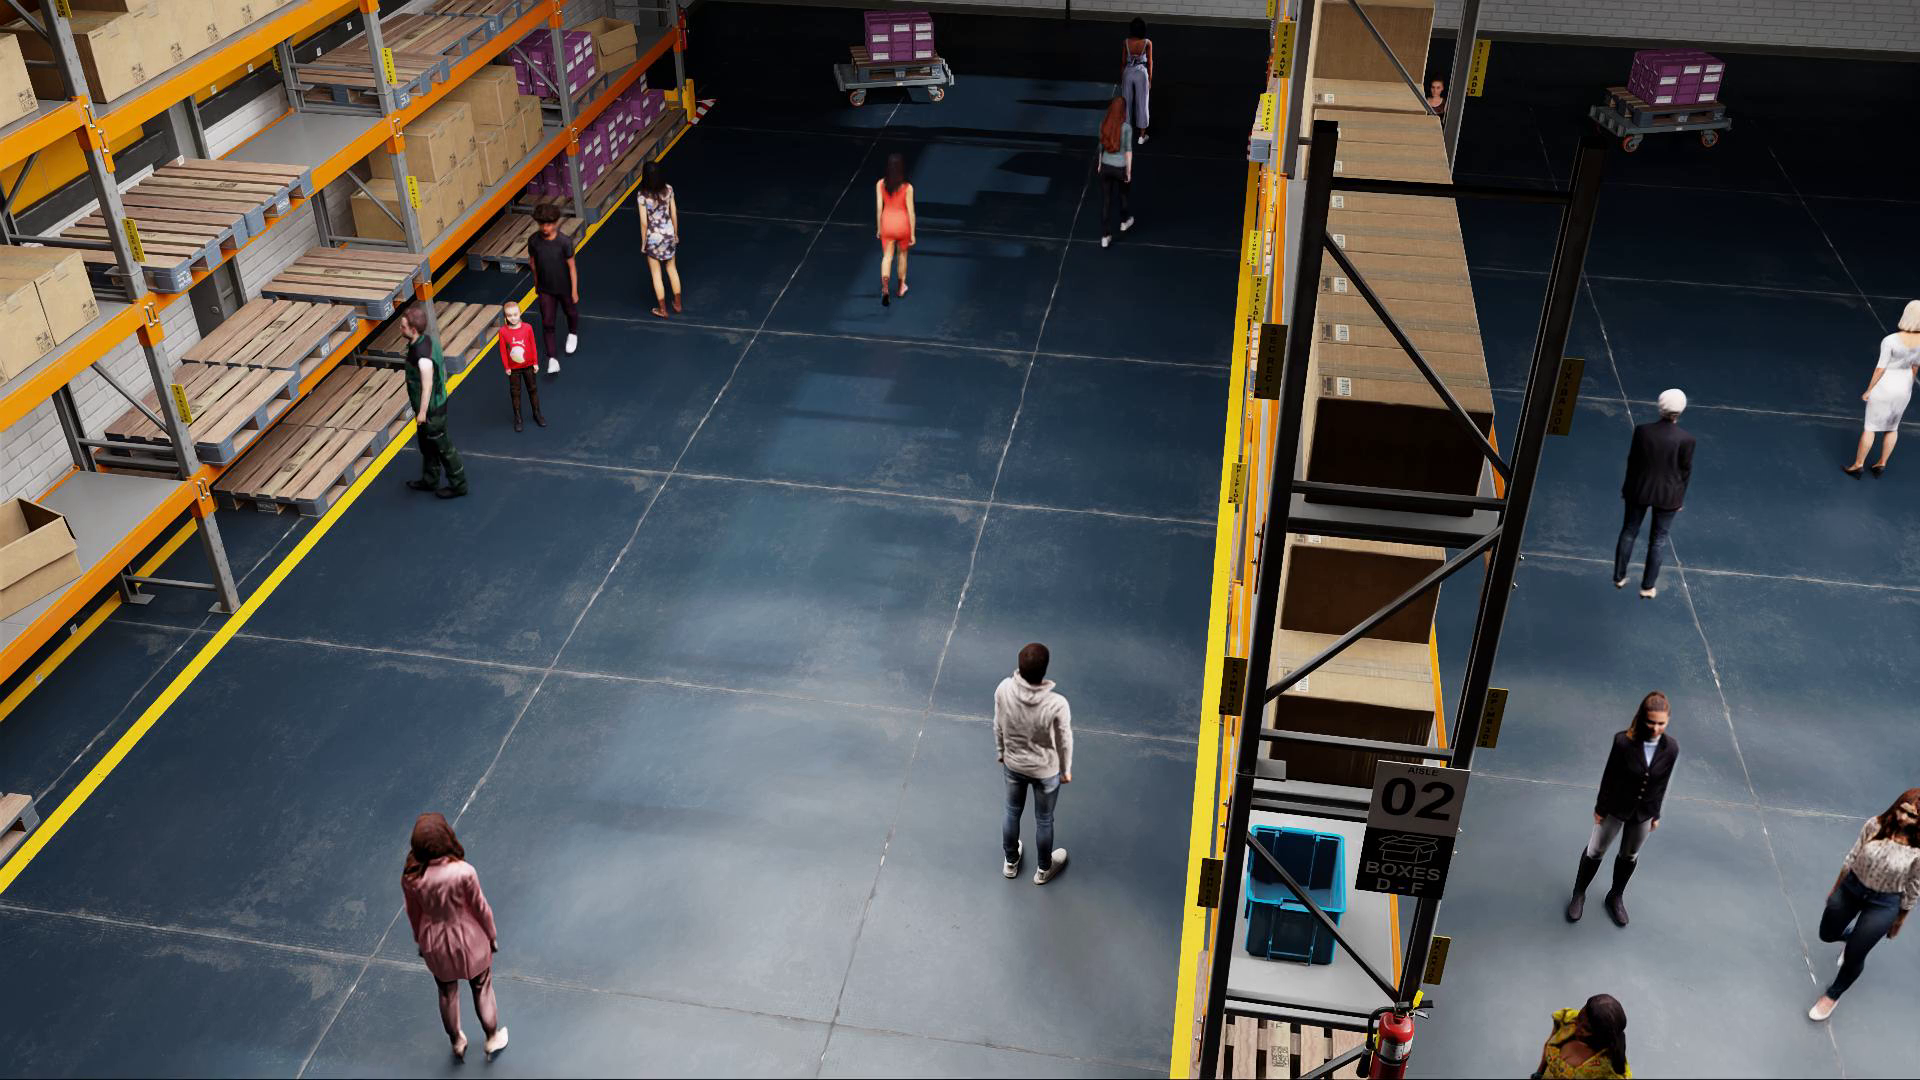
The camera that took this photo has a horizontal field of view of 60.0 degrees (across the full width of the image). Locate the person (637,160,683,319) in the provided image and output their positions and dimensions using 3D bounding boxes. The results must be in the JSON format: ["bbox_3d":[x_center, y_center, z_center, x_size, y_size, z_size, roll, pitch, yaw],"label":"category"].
[{"bbox_3d":[-3.214,-3.215,17.779,0.653,1.733,0.724,-23,40,-30],"label":"person"}]

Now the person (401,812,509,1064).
[{"bbox_3d":[-2.873,2.290,9.438,0.664,1.799,0.618,-3,34,-5],"label":"person"}]

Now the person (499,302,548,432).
[{"bbox_3d":[-4.196,-1.679,15.876,0.584,1.281,0.632,-15,36,-21],"label":"person"}]

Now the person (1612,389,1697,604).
[{"bbox_3d":[5.295,-0.332,12.592,0.811,1.778,0.745,24,40,31],"label":"person"}]

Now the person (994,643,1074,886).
[{"bbox_3d":[0.450,1.434,10.676,0.702,1.853,0.624,11,35,16],"label":"person"}]

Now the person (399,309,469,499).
[{"bbox_3d":[-4.638,-1.199,14.645,0.874,1.845,0.834,-10,35,-14],"label":"person"}]

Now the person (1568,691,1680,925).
[{"bbox_3d":[4.173,1.689,10.404,0.558,1.729,0.551,4,34,7],"label":"person"}]

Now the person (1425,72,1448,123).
[{"bbox_3d":[5.716,-4.866,20.315,0.564,1.675,0.538,6,34,8],"label":"person"}]

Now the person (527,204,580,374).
[{"bbox_3d":[-4.088,-2.619,16.891,0.826,1.723,1.209,-2,34,-4],"label":"person"}]

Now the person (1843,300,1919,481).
[{"bbox_3d":[8.366,-1.337,14.938,0.593,1.751,0.557,0,34,1],"label":"person"}]

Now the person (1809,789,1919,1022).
[{"bbox_3d":[5.401,2.089,9.814,0.949,1.717,0.891,-21,39,-29],"label":"person"}]

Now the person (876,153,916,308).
[{"bbox_3d":[-0.721,-3.320,17.969,0.590,1.698,0.963,7,34,10],"label":"person"}]

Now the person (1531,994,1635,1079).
[{"bbox_3d":[3.158,2.932,8.597,1.059,1.661,0.958,-14,36,-20],"label":"person"}]

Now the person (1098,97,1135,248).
[{"bbox_3d":[1.766,-4.246,19.351,0.762,1.711,1.047,14,36,20],"label":"person"}]

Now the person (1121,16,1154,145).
[{"bbox_3d":[2.351,-6.145,22.220,0.569,1.696,0.520,7,34,10],"label":"person"}]
